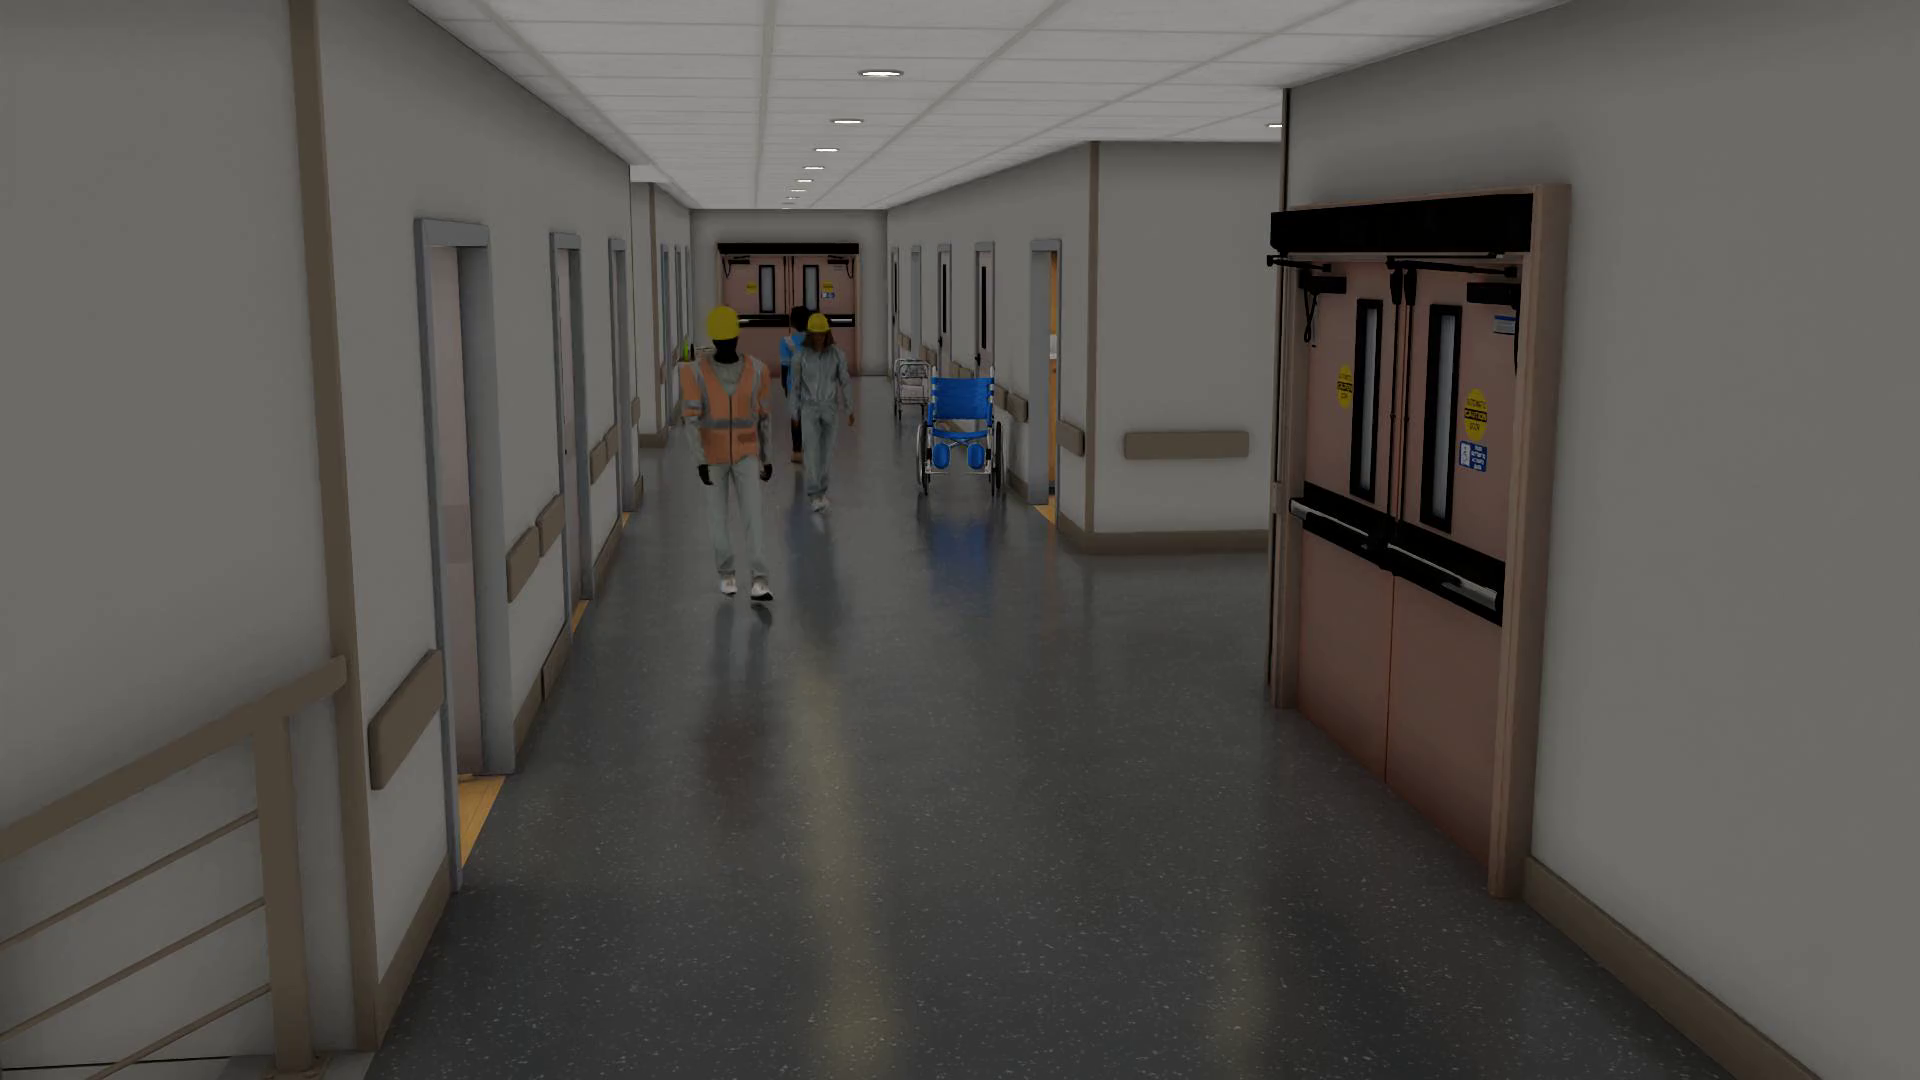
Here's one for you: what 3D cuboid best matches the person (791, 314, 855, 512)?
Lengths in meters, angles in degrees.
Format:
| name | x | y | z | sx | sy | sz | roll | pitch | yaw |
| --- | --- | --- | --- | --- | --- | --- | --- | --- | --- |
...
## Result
| name | x | y | z | sx | sy | sz | roll | pitch | yaw |
| --- | --- | --- | --- | --- | --- | --- | --- | --- | --- |
| person | -1.178 | -1.087 | 14.354 | 0.508 | 1.704 | 0.871 | -4 | 10 | -20 |

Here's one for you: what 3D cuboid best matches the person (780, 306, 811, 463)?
| name | x | y | z | sx | sy | sz | roll | pitch | yaw |
| --- | --- | --- | --- | --- | --- | --- | --- | --- | --- |
| person | -1.630 | -1.627 | 17.535 | 0.542 | 1.680 | 0.524 | -4 | 10 | -21 |

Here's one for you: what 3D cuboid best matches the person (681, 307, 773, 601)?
| name | x | y | z | sx | sy | sz | roll | pitch | yaw |
| --- | --- | --- | --- | --- | --- | --- | --- | --- | --- |
| person | -1.451 | -0.528 | 10.565 | 0.589 | 1.877 | 0.946 | -3 | 10 | -16 |
